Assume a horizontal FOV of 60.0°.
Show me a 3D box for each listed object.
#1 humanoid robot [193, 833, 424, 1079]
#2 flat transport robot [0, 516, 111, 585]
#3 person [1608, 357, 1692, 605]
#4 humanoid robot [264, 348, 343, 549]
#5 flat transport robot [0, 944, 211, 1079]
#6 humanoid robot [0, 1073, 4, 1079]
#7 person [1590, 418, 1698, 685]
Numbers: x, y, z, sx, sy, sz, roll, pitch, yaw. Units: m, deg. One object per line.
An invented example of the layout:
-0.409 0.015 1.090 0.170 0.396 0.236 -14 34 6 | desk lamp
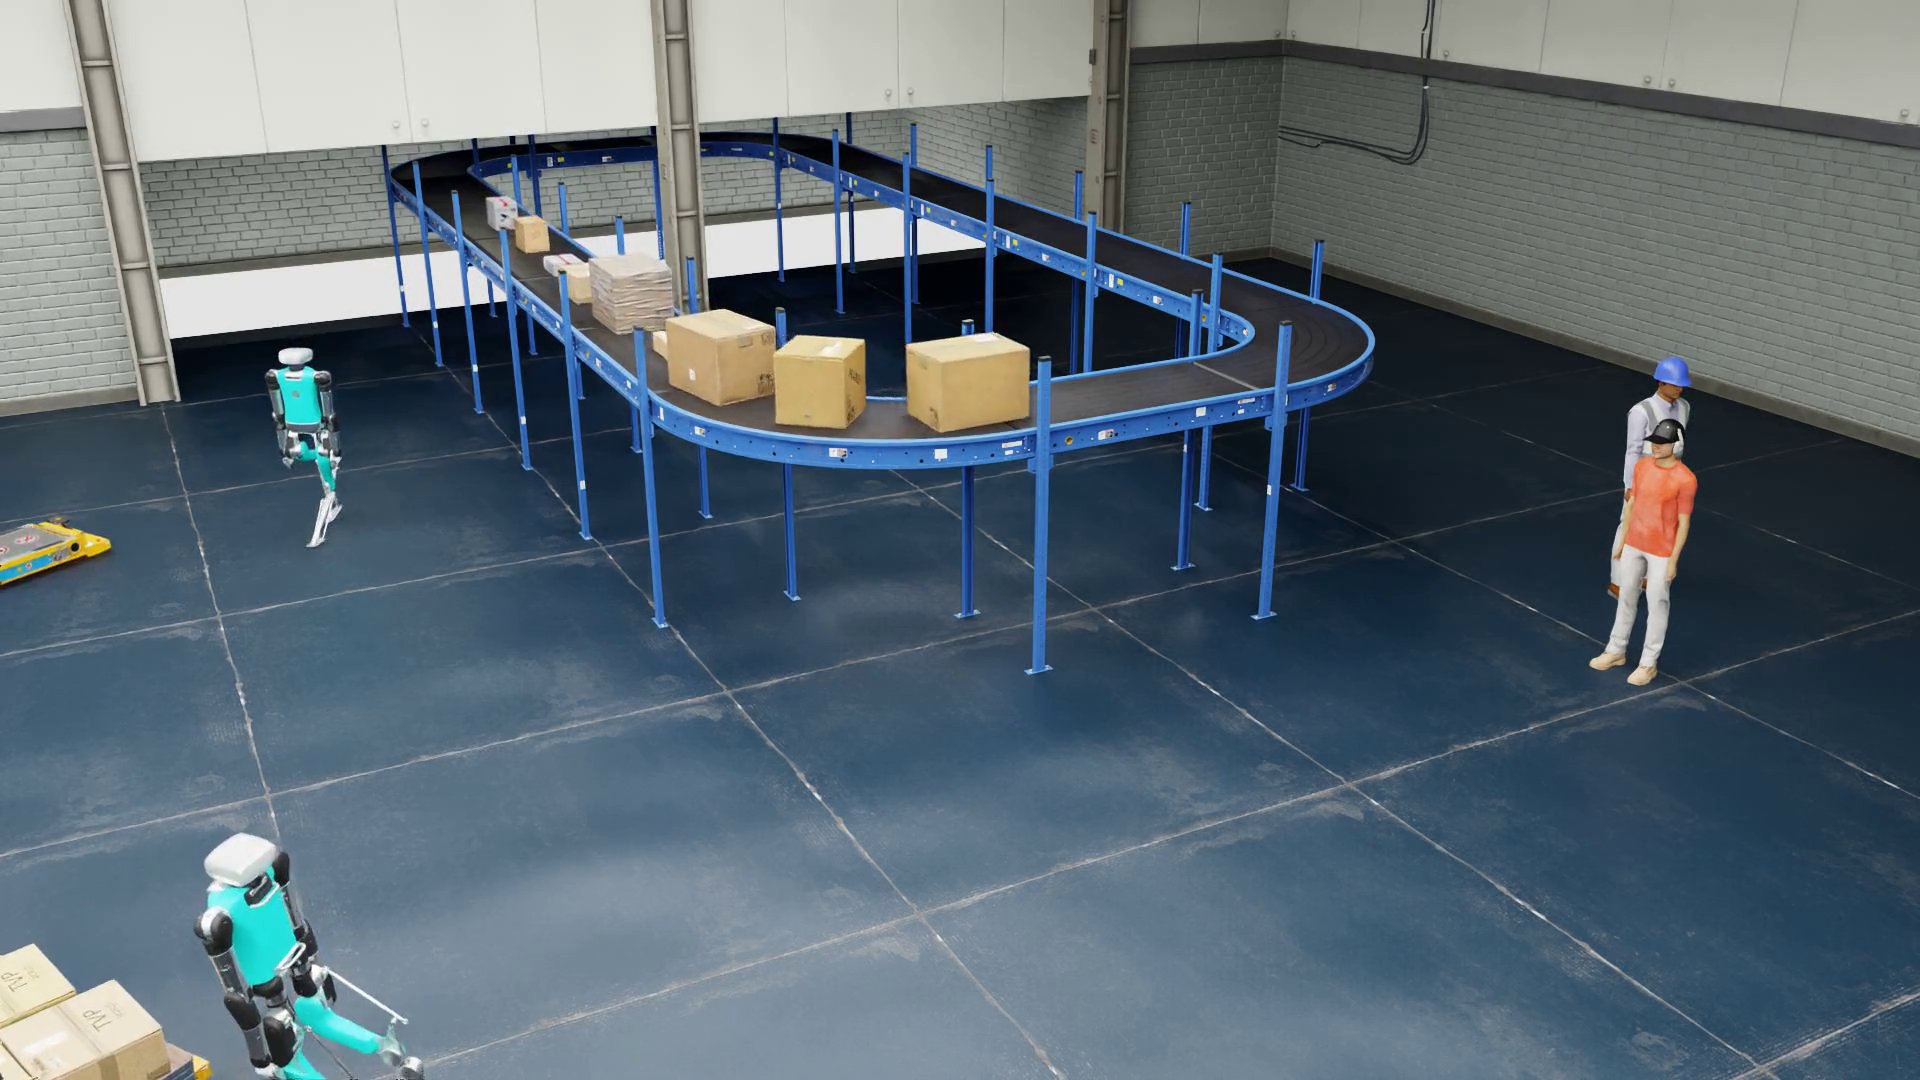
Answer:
-2.644 2.020 6.936 0.996 1.739 0.558 4 22 9 | humanoid robot
-7.741 0.166 13.465 0.659 0.231 1.431 12 25 28 | flat transport robot
5.320 -0.465 12.788 0.604 1.948 0.384 -13 25 -29 | person
-5.405 -0.836 14.040 0.541 1.748 1.043 0 22 1 | humanoid robot
-4.150 2.629 7.376 0.659 0.231 1.431 12 25 26 | flat transport robot
-3.450 2.366 6.095 0.791 1.778 0.549 2 22 4 | humanoid robot
4.757 0.076 11.500 0.393 1.912 0.475 -14 26 -32 | person
